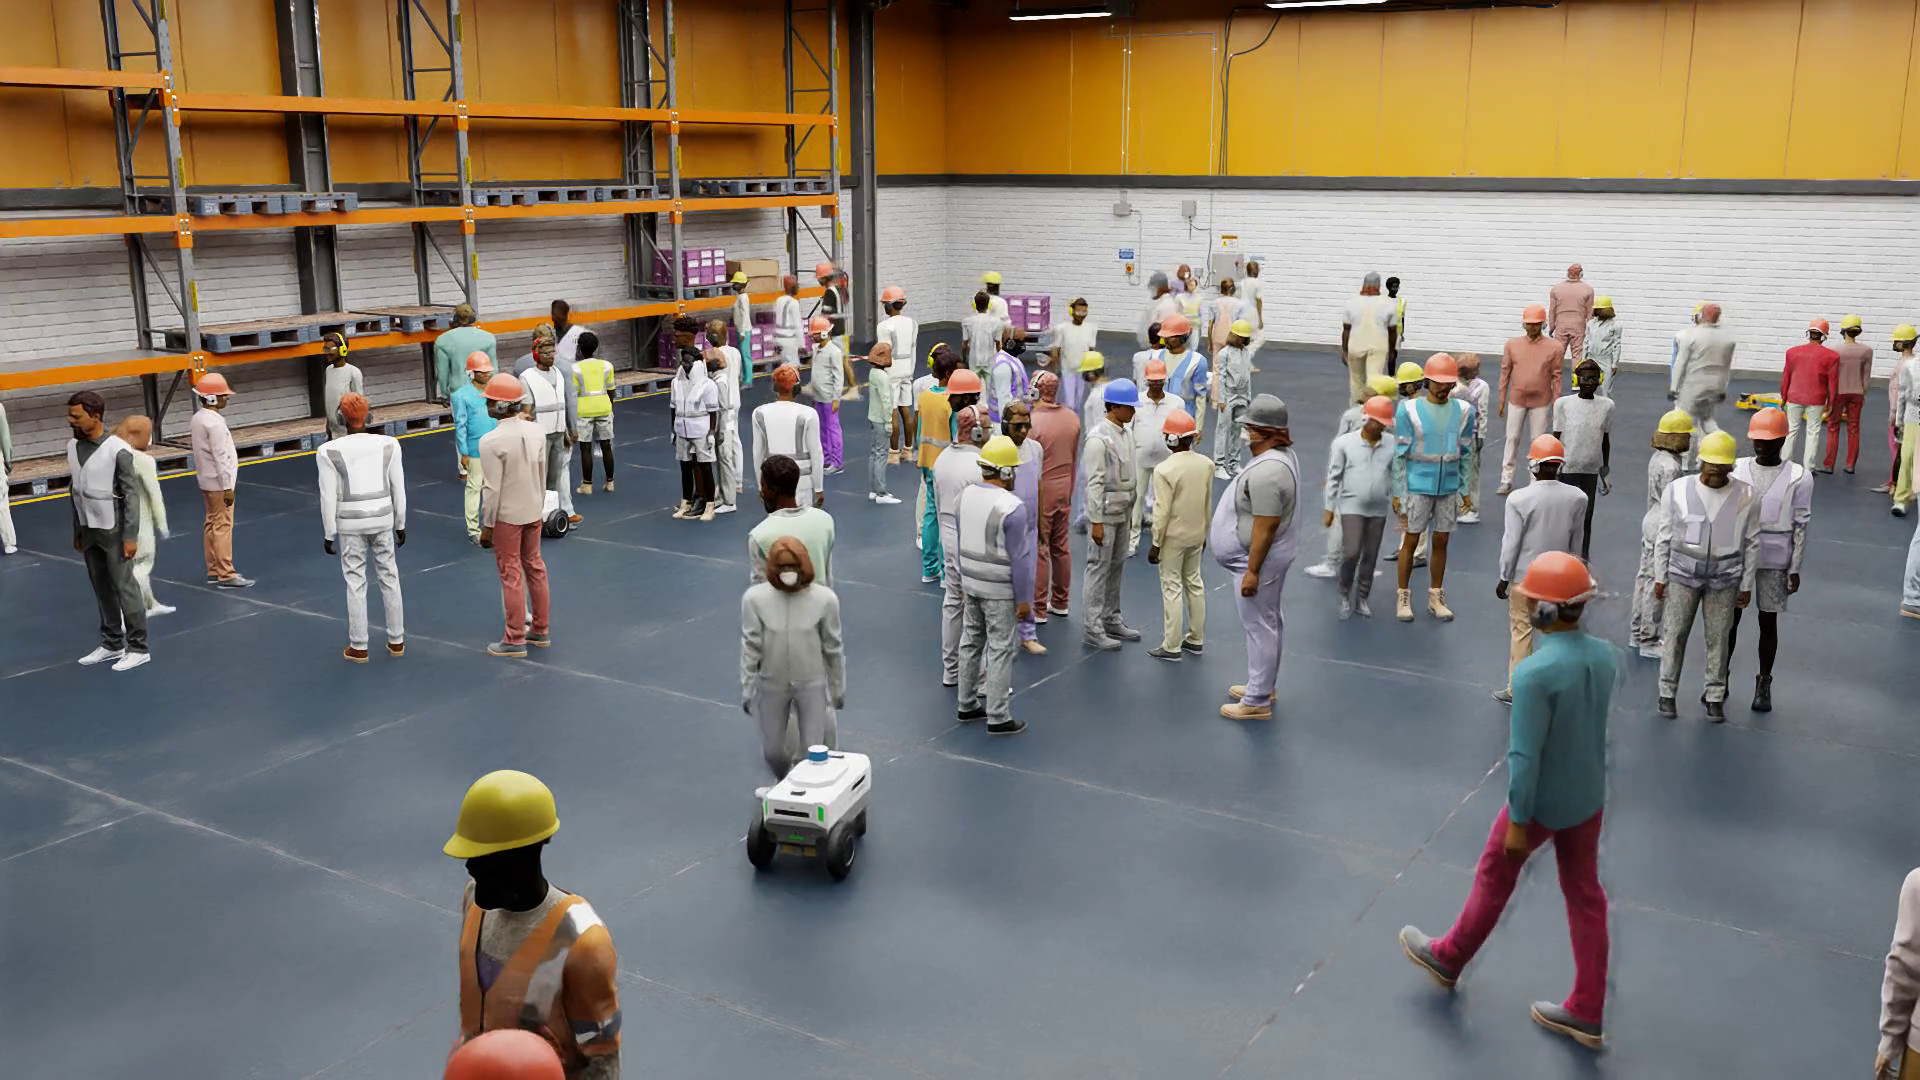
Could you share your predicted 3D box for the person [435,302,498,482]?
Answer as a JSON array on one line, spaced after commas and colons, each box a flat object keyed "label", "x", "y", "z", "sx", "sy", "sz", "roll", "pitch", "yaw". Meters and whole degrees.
[{"label": "person", "x": -5.285, "y": -1.586, "z": 17.910, "sx": 0.629, "sy": 1.940, "sz": 0.379, "roll": -3, "pitch": 13, "yaw": -14}]

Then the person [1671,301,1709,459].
[{"label": "person", "x": 8.584, "y": -1.861, "z": 19.369, "sx": 0.591, "sy": 1.823, "sz": 0.404, "roll": 9, "pitch": 16, "yaw": 34}]

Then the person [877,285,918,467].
[{"label": "person", "x": -0.746, "y": -1.855, "z": 18.846, "sx": 0.374, "sy": 2.043, "sz": 0.611, "roll": 10, "pitch": 16, "yaw": 37}]

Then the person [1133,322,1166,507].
[{"label": "person", "x": 1.934, "y": -1.254, "z": 16.660, "sx": 0.338, "sy": 1.858, "sz": 0.524, "roll": -12, "pitch": 18, "yaw": -43}]

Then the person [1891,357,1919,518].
[{"label": "person", "x": 9.399, "y": -1.141, "z": 16.168, "sx": 0.593, "sy": 1.852, "sz": 1.066, "roll": 10, "pitch": 16, "yaw": 36}]

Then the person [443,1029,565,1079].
[{"label": "person", "x": -0.807, "y": 1.797, "z": 3.219, "sx": 0.607, "sy": 1.960, "sz": 1.009, "roll": -6, "pitch": 14, "yaw": -23}]

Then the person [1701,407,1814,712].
[{"label": "person", "x": 5.028, "y": 0.121, "z": 10.506, "sx": 0.552, "sy": 1.937, "sz": 0.356, "roll": 9, "pitch": 16, "yaw": 33}]

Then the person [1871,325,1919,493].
[{"label": "person", "x": 9.775, "y": -1.359, "z": 17.326, "sx": 0.338, "sy": 1.761, "sz": 0.525, "roll": 11, "pitch": 17, "yaw": 39}]

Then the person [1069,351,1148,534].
[{"label": "person", "x": 1.356, "y": -0.881, "z": 15.346, "sx": 0.799, "sy": 1.733, "sz": 0.542, "roll": 3, "pitch": 13, "yaw": 13}]

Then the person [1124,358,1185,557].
[{"label": "person", "x": 1.685, "y": -0.715, "z": 14.535, "sx": 0.560, "sy": 1.753, "sz": 0.327, "roll": 0, "pitch": 13, "yaw": -1}]

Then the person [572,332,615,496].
[{"label": "person", "x": -3.813, "y": -1.303, "z": 17.211, "sx": 0.533, "sy": 1.697, "sz": 0.319, "roll": -9, "pitch": 16, "yaw": -35}]

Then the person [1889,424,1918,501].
[{"label": "person", "x": 9.797, "y": -1.240, "z": 16.960, "sx": 0.319, "sy": 1.690, "sz": 0.540, "roll": -6, "pitch": 14, "yaw": -25}]

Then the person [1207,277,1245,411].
[{"label": "person", "x": 3.661, "y": -2.690, "z": 22.913, "sx": 0.516, "sy": 1.839, "sz": 0.329, "roll": 4, "pitch": 13, "yaw": 15}]

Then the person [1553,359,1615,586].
[{"label": "person", "x": 5.051, "y": -0.546, "z": 13.550, "sx": 0.531, "sy": 1.871, "sz": 0.322, "roll": 0, "pitch": 13, "yaw": -1}]

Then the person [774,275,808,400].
[{"label": "person", "x": -2.328, "y": -2.704, "z": 22.921, "sx": 0.460, "sy": 1.871, "sz": 0.595, "roll": -7, "pitch": 15, "yaw": -27}]

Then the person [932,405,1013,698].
[{"label": "person", "x": 0.090, "y": 0.071, "z": 10.794, "sx": 0.408, "sy": 1.908, "sz": 0.643, "roll": -8, "pitch": 15, "yaw": -30}]

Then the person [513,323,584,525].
[{"label": "person", "x": -3.886, "y": -1.082, "z": 15.725, "sx": 0.629, "sy": 1.940, "sz": 0.373, "roll": 4, "pitch": 13, "yaw": 15}]

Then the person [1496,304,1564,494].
[{"label": "person", "x": 5.861, "y": -1.436, "z": 17.135, "sx": 0.623, "sy": 1.992, "sz": 0.396, "roll": 6, "pitch": 14, "yaw": 24}]

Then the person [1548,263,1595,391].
[{"label": "person", "x": 9.142, "y": -3.178, "z": 24.885, "sx": 0.651, "sy": 1.907, "sz": 0.409, "roll": 7, "pitch": 15, "yaw": 27}]

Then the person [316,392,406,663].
[{"label": "person", "x": -4.123, "y": -0.084, "z": 11.522, "sx": 0.575, "sy": 1.882, "sz": 0.355, "roll": -9, "pitch": 16, "yaw": -34}]

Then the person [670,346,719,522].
[{"label": "person", "x": -2.558, "y": -1.019, "z": 15.975, "sx": 0.536, "sy": 1.700, "sz": 0.318, "roll": 6, "pitch": 14, "yaw": 23}]

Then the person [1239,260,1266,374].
[{"label": "person", "x": 4.682, "y": -3.564, "z": 26.708, "sx": 0.386, "sy": 1.834, "sz": 0.549, "roll": -8, "pitch": 15, "yaw": -32}]

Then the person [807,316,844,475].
[{"label": "person", "x": -1.503, "y": -1.598, "z": 18.386, "sx": 0.347, "sy": 1.741, "sz": 0.568, "roll": -8, "pitch": 15, "yaw": -31}]

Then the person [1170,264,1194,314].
[{"label": "person", "x": 3.919, "y": -4.018, "z": 29.166, "sx": 0.501, "sy": 1.620, "sz": 0.359, "roll": -9, "pitch": 16, "yaw": -35}]

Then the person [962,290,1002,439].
[{"label": "person", "x": 0.270, "y": -2.127, "z": 20.442, "sx": 0.499, "sy": 1.861, "sz": 0.333, "roll": 0, "pitch": 13, "yaw": 0}]

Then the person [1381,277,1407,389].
[{"label": "person", "x": 6.483, "y": -3.120, "z": 25.089, "sx": 0.535, "sy": 1.699, "sz": 0.318, "roll": -4, "pitch": 14, "yaw": -18}]

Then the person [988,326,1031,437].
[{"label": "person", "x": 0.498, "y": -1.193, "z": 16.440, "sx": 0.429, "sy": 1.836, "sz": 0.626, "roll": 2, "pitch": 13, "yaw": 10}]

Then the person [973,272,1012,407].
[{"label": "person", "x": 0.533, "y": -2.777, "z": 23.179, "sx": 0.825, "sy": 1.894, "sz": 0.614, "roll": -11, "pitch": 17, "yaw": -39}]

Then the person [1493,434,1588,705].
[{"label": "person", "x": 3.673, "y": 0.197, "z": 10.581, "sx": 0.573, "sy": 1.750, "sz": 0.330, "roll": -3, "pitch": 13, "yaw": -13}]

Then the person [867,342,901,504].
[{"label": "person", "x": -0.785, "y": -1.187, "z": 16.848, "sx": 0.281, "sy": 1.633, "sz": 0.500, "roll": -4, "pitch": 14, "yaw": -17}]

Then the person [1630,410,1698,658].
[{"label": "person", "x": 4.943, "y": -0.046, "z": 11.659, "sx": 0.295, "sy": 1.744, "sz": 0.484, "roll": 2, "pitch": 13, "yaw": 9}]

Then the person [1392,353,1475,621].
[{"label": "person", "x": 3.555, "y": -0.390, "z": 12.497, "sx": 0.616, "sy": 2.040, "sz": 0.382, "roll": -1, "pitch": 13, "yaw": -5}]

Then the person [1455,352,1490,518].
[{"label": "person", "x": 4.861, "y": -0.999, "z": 16.047, "sx": 0.317, "sy": 1.631, "sz": 0.515, "roll": -11, "pitch": 17, "yaw": -39}]

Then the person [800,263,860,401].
[{"label": "person", "x": -1.912, "y": -2.972, "z": 23.827, "sx": 1.005, "sy": 1.974, "sz": 0.609, "roll": 0, "pitch": 13, "yaw": -2}]

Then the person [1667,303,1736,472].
[{"label": "person", "x": 8.226, "y": -1.671, "z": 18.426, "sx": 0.692, "sy": 1.885, "sz": 0.513, "roll": -3, "pitch": 13, "yaw": -12}]

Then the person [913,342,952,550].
[{"label": "person", "x": -0.186, "y": -0.831, "z": 14.807, "sx": 0.532, "sy": 1.859, "sz": 0.332, "roll": -10, "pitch": 16, "yaw": -36}]

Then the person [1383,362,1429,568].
[{"label": "person", "x": 3.842, "y": -0.645, "z": 14.236, "sx": 0.342, "sy": 1.756, "sz": 0.532, "roll": -4, "pitch": 13, "yaw": -15}]

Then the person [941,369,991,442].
[{"label": "person", "x": 0.047, "y": -0.303, "z": 12.349, "sx": 0.373, "sy": 1.934, "sz": 0.552, "roll": -1, "pitch": 13, "yaw": -5}]

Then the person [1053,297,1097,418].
[{"label": "person", "x": 1.382, "y": -1.929, "z": 19.614, "sx": 0.512, "sy": 1.837, "sz": 0.656, "roll": -4, "pitch": 14, "yaw": -18}]

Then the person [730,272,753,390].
[{"label": "person", "x": -3.295, "y": -3.150, "z": 25.066, "sx": 0.306, "sy": 1.772, "sz": 0.527, "roll": -3, "pitch": 13, "yaw": -14}]
